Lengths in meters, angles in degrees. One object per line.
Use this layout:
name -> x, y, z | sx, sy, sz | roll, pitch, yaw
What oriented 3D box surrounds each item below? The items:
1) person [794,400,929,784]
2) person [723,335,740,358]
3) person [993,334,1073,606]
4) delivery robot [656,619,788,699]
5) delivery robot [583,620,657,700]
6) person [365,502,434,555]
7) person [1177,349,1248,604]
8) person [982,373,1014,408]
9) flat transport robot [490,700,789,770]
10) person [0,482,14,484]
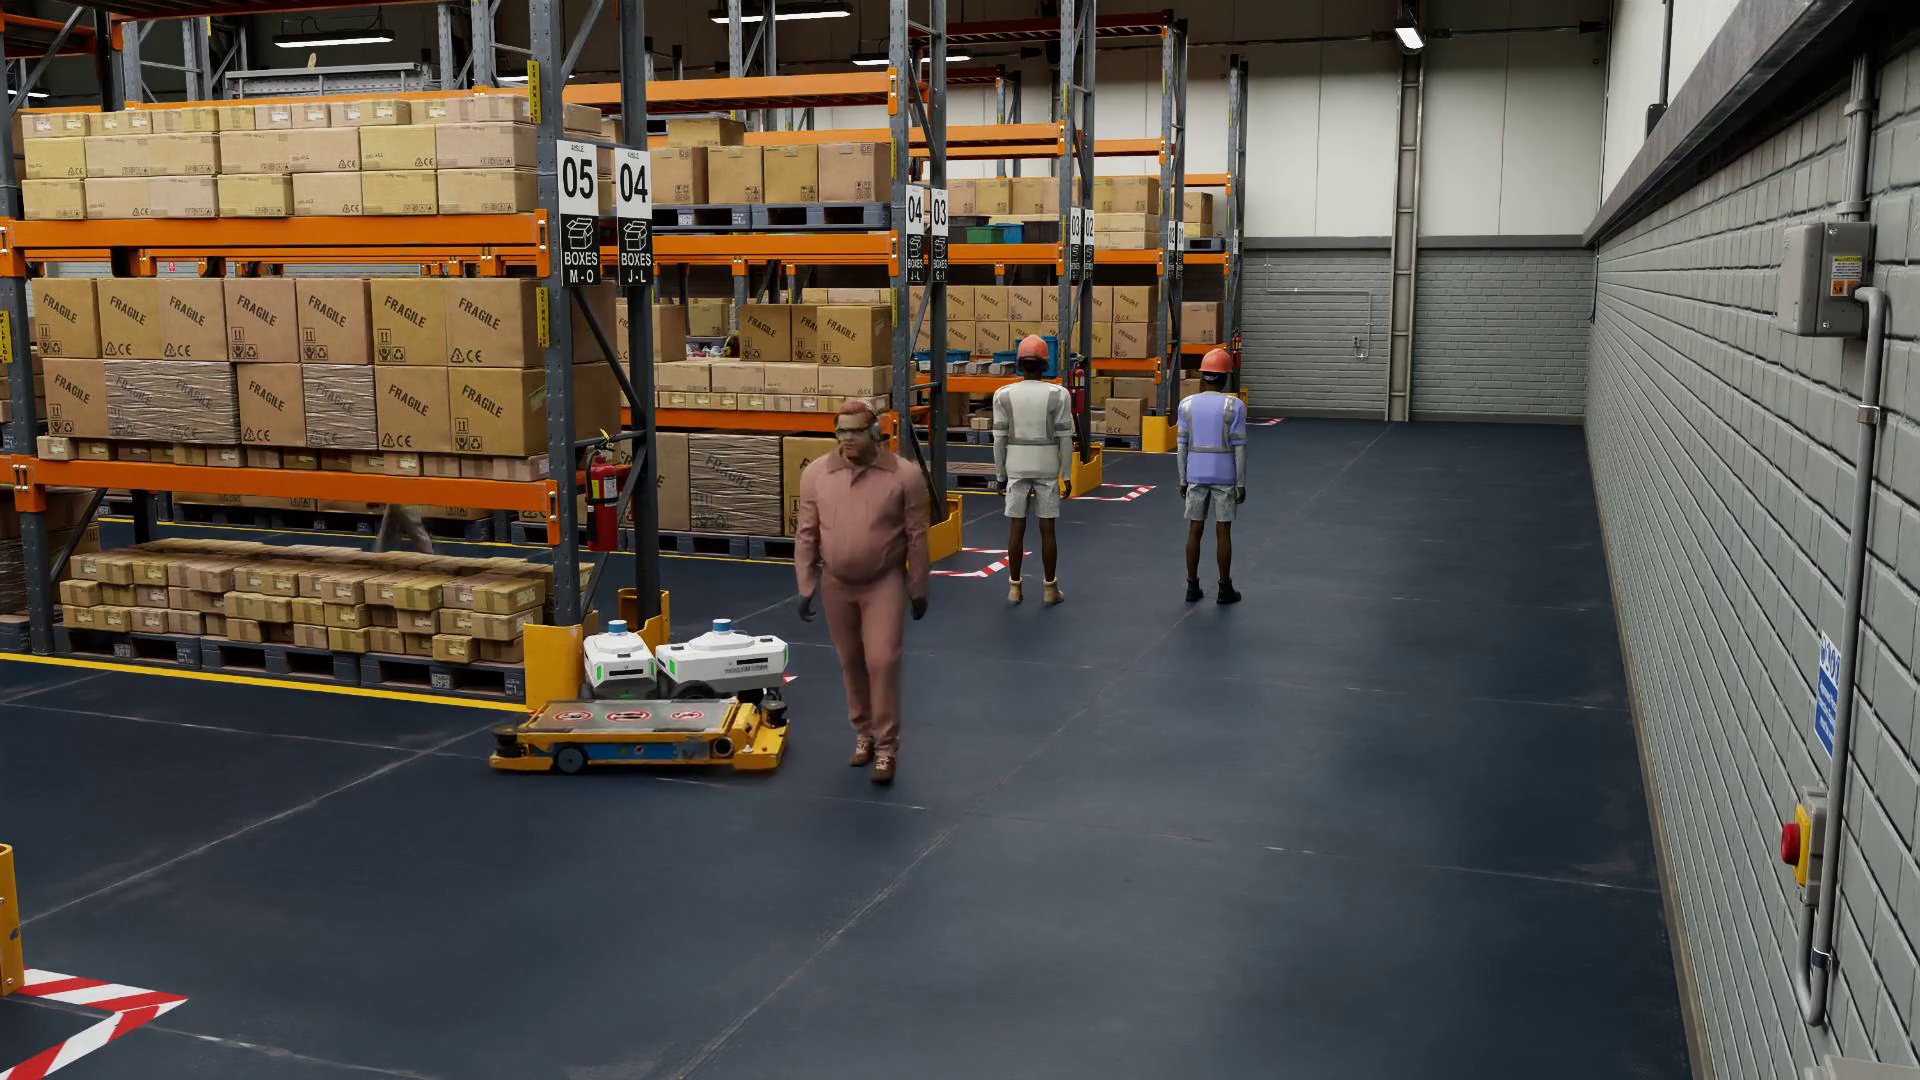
person -> -0.511, 0.255, 8.235 | 0.646, 1.876, 0.806 | 2, 9, 13
person -> -2.453, -1.273, 17.871 | 0.717, 1.842, 0.517 | 8, 12, 40
person -> 0.551, -0.519, 12.542 | 0.608, 2.048, 0.365 | 2, 9, 11
delivery robot -> -1.334, 0.688, 9.360 | 0.707, 0.478, 0.477 | -4, 10, -24
delivery robot -> -1.913, 0.693, 9.326 | 0.477, 0.478, 0.707 | -3, 10, -18
person -> -4.476, -0.375, 13.008 | 0.826, 1.598, 0.527 | -1, 9, -5
person -> 1.920, -0.478, 12.627 | 0.548, 1.937, 0.358 | 4, 10, 26
person -> 0.675, -2.556, 25.706 | 1.019, 1.910, 0.617 | 3, 10, 17
flat transport robot -> -1.629, 0.999, 8.595 | 1.431, 0.197, 0.652 | 0, 9, -1
person -> -9.306, -0.923, 16.091 | 0.909, 1.722, 0.529 | 4, 10, 21
